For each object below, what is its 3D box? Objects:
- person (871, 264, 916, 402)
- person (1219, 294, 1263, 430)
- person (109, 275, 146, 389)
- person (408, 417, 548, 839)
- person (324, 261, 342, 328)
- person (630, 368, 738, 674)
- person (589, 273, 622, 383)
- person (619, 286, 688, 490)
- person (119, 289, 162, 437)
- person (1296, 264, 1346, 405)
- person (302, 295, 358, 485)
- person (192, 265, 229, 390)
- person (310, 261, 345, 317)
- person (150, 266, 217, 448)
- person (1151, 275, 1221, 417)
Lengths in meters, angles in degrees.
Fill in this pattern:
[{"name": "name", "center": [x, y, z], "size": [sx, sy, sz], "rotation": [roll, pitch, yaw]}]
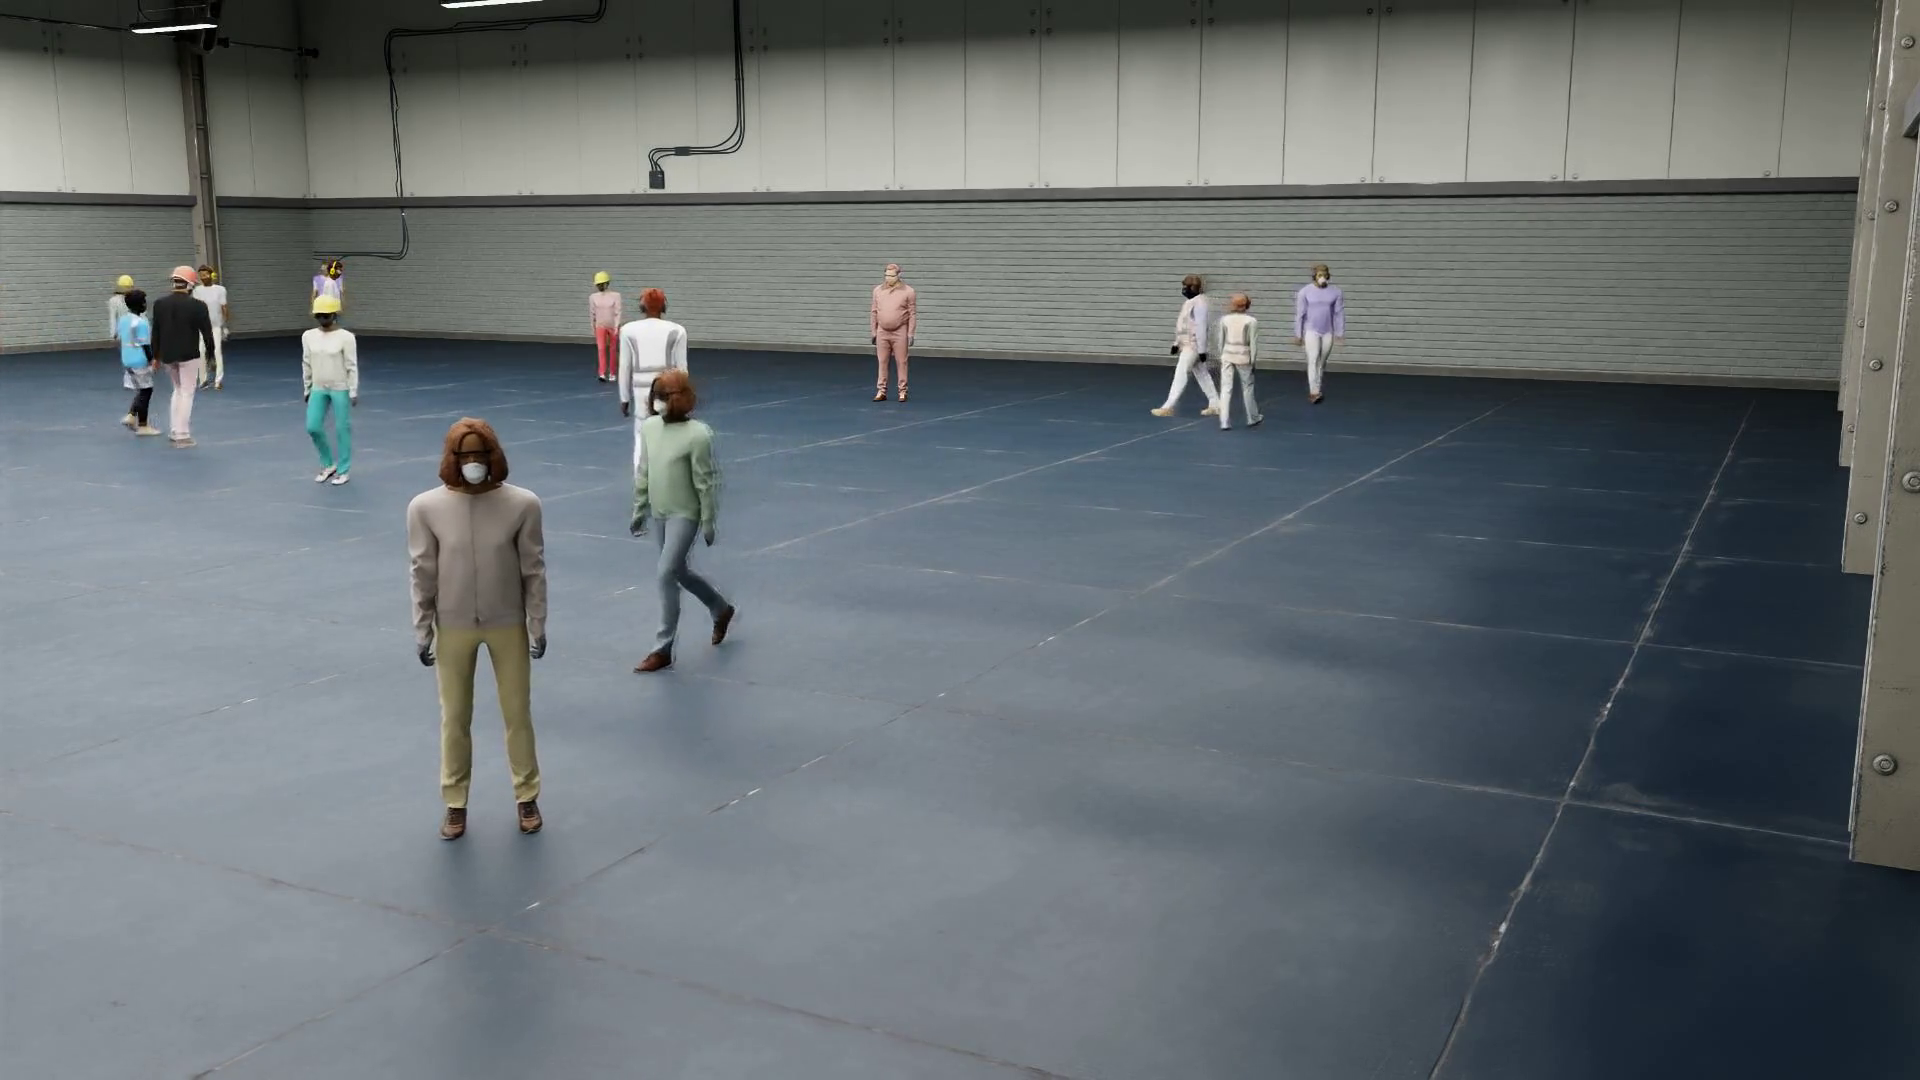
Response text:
[{"name": "person", "center": [-0.937, -2.852, 22.977], "size": [0.639, 1.904, 0.405], "rotation": [3, 11, 13]}, {"name": "person", "center": [3.331, -2.117, 19.777], "size": [0.532, 1.595, 0.840], "rotation": [7, 12, 33]}, {"name": "person", "center": [-12.495, -3.125, 25.016], "size": [0.497, 1.701, 0.871], "rotation": [0, 10, 1]}, {"name": "person", "center": [-1.820, 0.339, 6.342], "size": [0.498, 1.626, 0.299], "rotation": [-3, 11, -16]}, {"name": "person", "center": [-10.485, -3.737, 27.910], "size": [0.336, 1.864, 0.513], "rotation": [-3, 11, -18]}, {"name": "person", "center": [-1.482, -0.135, 8.965], "size": [0.495, 1.606, 0.779], "rotation": [9, 14, 41]}, {"name": "person", "center": [-5.527, -3.304, 25.949], "size": [0.516, 1.703, 0.917], "rotation": [-1, 10, -3]}, {"name": "person", "center": [-2.616, -1.228, 14.212], "size": [0.585, 1.867, 0.638], "rotation": [-1, 10, -3]}, {"name": "person", "center": [-9.358, -2.016, 19.007], "size": [0.546, 1.680, 0.372], "rotation": [9, 14, 40]}, {"name": "person", "center": [4.931, -2.787, 22.655], "size": [0.636, 1.893, 0.990], "rotation": [-1, 10, -5]}, {"name": "person", "center": [-5.794, -1.370, 15.280], "size": [0.555, 1.749, 0.412], "rotation": [1, 10, 5]}, {"name": "person", "center": [-11.177, -3.165, 24.811], "size": [0.534, 1.864, 0.391], "rotation": [-1, 10, -8]}, {"name": "person", "center": [-12.275, -4.499, 32.248], "size": [0.575, 1.795, 0.969], "rotation": [2, 11, 10]}, {"name": "person", "center": [-8.454, -1.996, 18.137], "size": [0.623, 1.960, 0.618], "rotation": [2, 11, 9]}, {"name": "person", "center": [2.943, -2.458, 21.141], "size": [0.947, 1.797, 0.623], "rotation": [0, 10, 2]}]
